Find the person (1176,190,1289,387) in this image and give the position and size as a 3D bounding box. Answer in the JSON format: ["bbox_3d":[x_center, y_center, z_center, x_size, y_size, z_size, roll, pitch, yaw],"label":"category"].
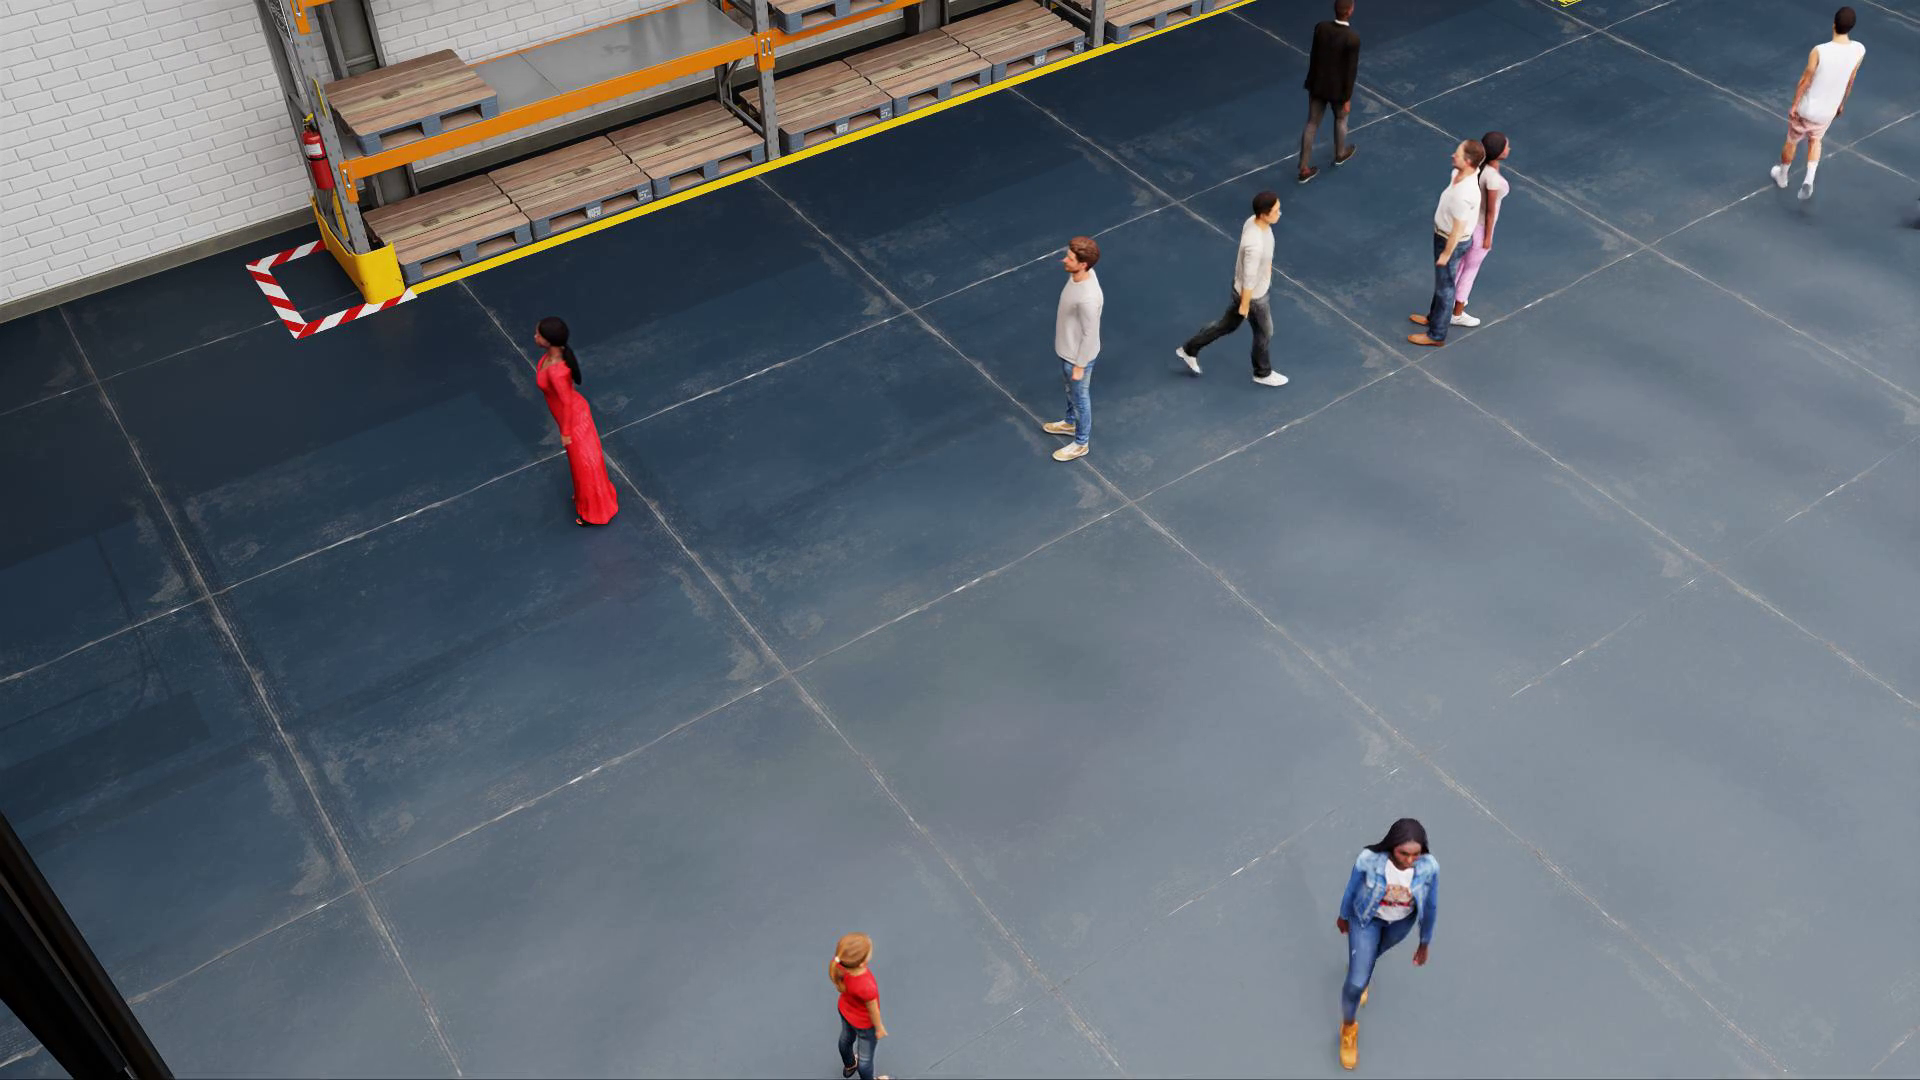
[{"bbox_3d":[2.163,-1.963,13.014,1.216,1.777,1.104,3,44,3],"label":"person"}]

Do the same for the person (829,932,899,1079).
[{"bbox_3d":[-0.538,2.471,8.698,0.484,1.310,0.476,-27,50,-26],"label":"person"}]

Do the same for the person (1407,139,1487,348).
[{"bbox_3d":[3.984,-2.403,13.419,0.811,1.856,0.726,11,45,12],"label":"person"}]

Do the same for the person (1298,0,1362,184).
[{"bbox_3d":[3.332,-4.087,15.244,0.839,1.775,1.074,32,52,29],"label":"person"}]

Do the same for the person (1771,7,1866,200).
[{"bbox_3d":[7.789,-3.907,15.055,0.978,1.776,1.020,4,44,4],"label":"person"}]

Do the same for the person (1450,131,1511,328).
[{"bbox_3d":[4.247,-2.572,13.679,0.658,1.740,0.655,-5,44,-5],"label":"person"}]

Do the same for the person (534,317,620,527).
[{"bbox_3d":[-2.755,-0.845,11.835,0.737,1.783,0.720,-9,44,-9],"label":"person"}]

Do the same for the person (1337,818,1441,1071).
[{"bbox_3d":[2.253,1.975,8.945,0.982,1.687,0.983,0,44,0],"label":"person"}]

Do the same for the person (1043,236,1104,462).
[{"bbox_3d":[0.875,-1.436,12.368,0.742,1.905,0.752,-6,44,-6],"label":"person"}]
